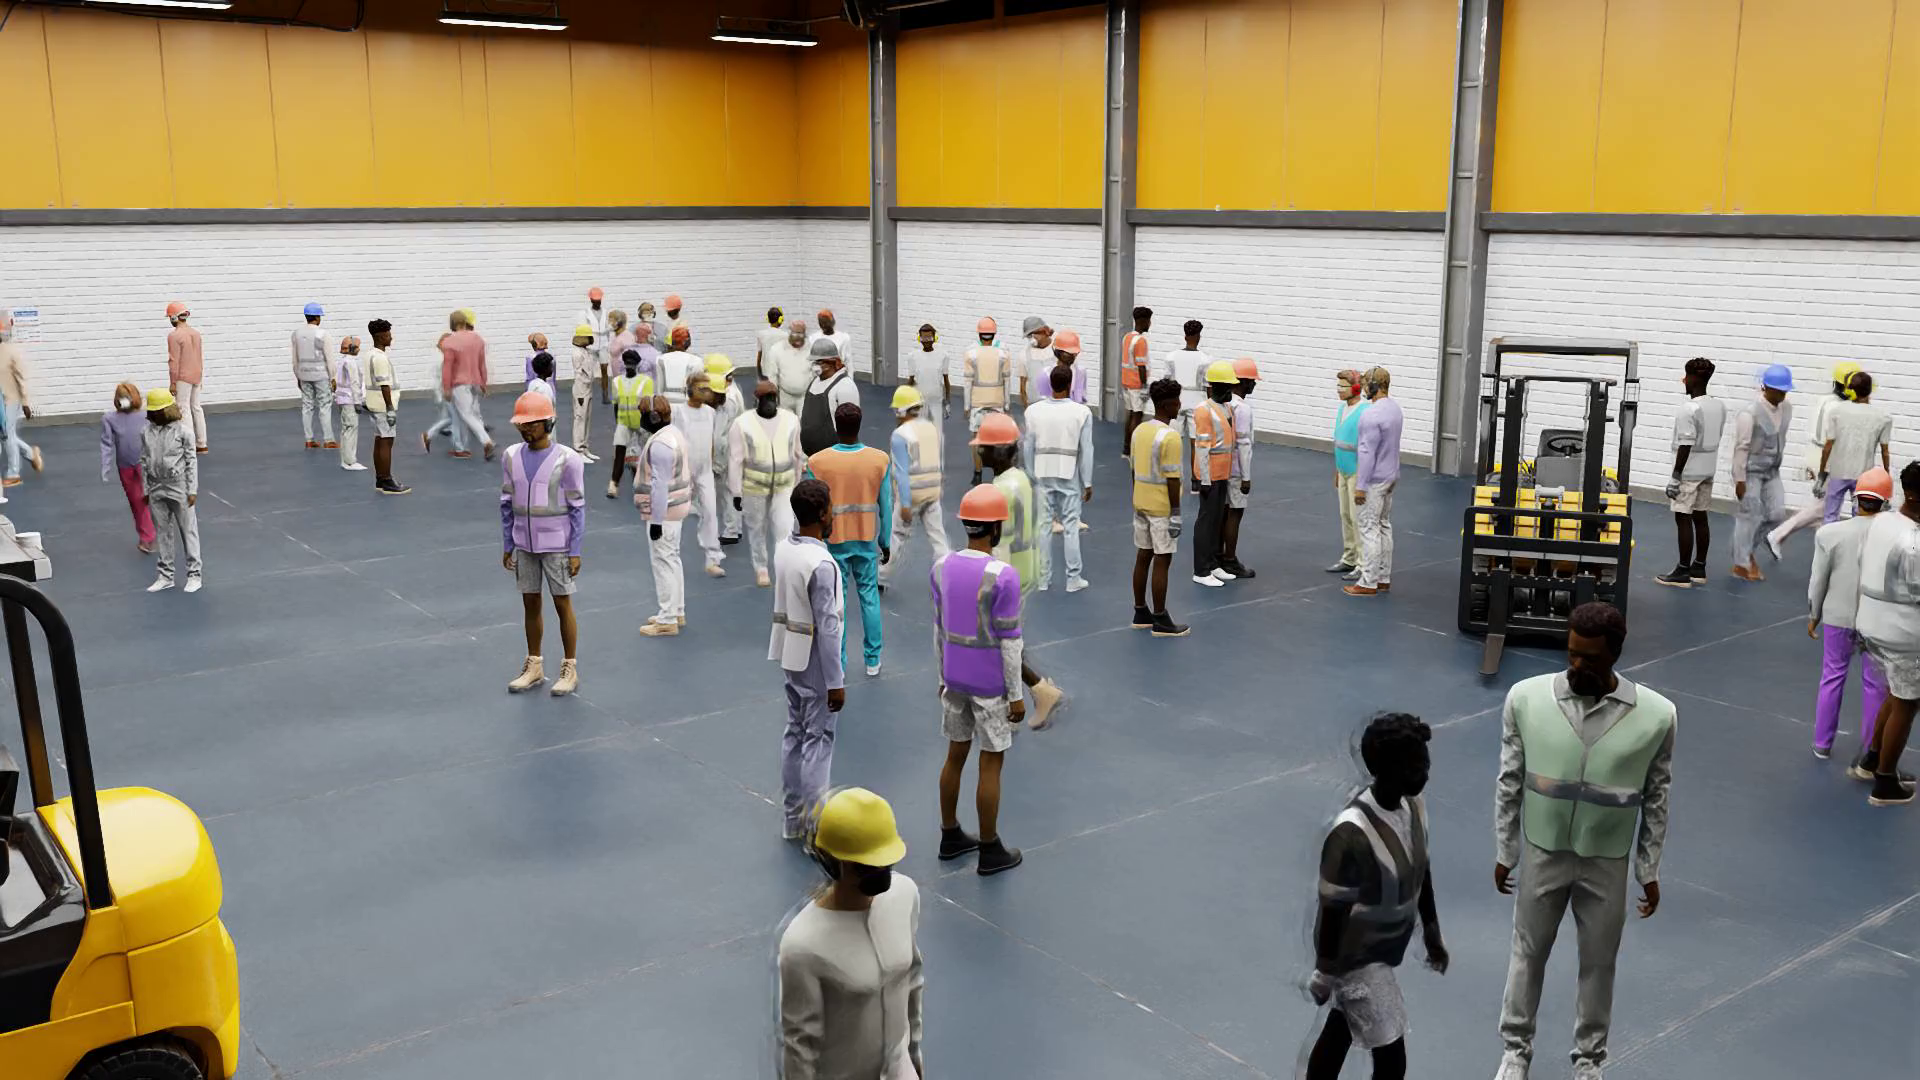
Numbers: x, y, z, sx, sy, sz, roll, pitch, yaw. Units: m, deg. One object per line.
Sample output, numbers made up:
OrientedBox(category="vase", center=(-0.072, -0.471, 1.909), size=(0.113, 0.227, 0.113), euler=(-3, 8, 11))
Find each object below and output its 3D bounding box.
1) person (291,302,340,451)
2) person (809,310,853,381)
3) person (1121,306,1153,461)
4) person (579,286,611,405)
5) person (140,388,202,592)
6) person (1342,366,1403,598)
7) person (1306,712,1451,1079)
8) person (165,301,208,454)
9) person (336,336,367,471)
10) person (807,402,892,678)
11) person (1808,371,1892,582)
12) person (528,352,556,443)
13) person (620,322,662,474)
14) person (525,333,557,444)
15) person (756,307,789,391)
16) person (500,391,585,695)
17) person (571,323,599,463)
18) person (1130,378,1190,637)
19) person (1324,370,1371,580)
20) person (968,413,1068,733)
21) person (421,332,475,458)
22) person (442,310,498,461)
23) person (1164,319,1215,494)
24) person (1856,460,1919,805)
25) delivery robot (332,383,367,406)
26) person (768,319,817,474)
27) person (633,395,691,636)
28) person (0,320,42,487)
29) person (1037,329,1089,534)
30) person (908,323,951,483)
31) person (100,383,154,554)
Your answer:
OrientedBox(category="person", center=(-8.427, -2.136, 21.784), size=(0.616, 1.942, 0.408), euler=(3, 12, 15))
OrientedBox(category="person", center=(-1.705, -2.096, 21.868), size=(0.591, 1.826, 0.995), euler=(0, 12, 1))
OrientedBox(category="person", center=(2.233, -1.970, 20.970), size=(0.380, 1.951, 0.618), euler=(-2, 12, -12))
OrientedBox(category="person", center=(-5.918, -3.155, 26.835), size=(0.556, 1.904, 0.885), euler=(-8, 14, -34))
OrientedBox(category="person", center=(-6.653, -0.417, 13.988), size=(0.484, 1.738, 0.305), euler=(1, 12, 5))
OrientedBox(category="person", center=(3.463, -0.483, 13.851), size=(0.375, 1.930, 0.636), euler=(8, 14, 34))
OrientedBox(category="person", center=(1.430, 1.376, 5.485), size=(0.736, 1.666, 0.550), euler=(8, 14, 33))
OrientedBox(category="person", center=(-9.943, -2.060, 21.337), size=(0.407, 1.981, 0.625), euler=(1, 12, 7))
OrientedBox(category="person", center=(-7.427, -1.663, 20.279), size=(0.323, 1.630, 0.504), euler=(-7, 14, -31))
OrientedBox(category="person", center=(-0.759, 0.007, 11.498), size=(0.600, 1.917, 0.376), euler=(-4, 12, -17))
OrientedBox(category="person", center=(7.564, -0.498, 14.110), size=(0.591, 1.849, 0.365), euler=(5, 13, 23))
OrientedBox(category="person", center=(-4.435, -1.142, 17.625), size=(0.326, 1.689, 0.544), euler=(-6, 13, -25))
OrientedBox(category="person", center=(-3.590, -1.535, 19.011), size=(0.667, 1.889, 0.553), euler=(8, 14, 34))
OrientedBox(category="person", center=(-5.231, -1.779, 20.824), size=(0.321, 1.631, 0.527), euler=(6, 13, 25))
OrientedBox(category="person", center=(-2.471, -2.180, 22.222), size=(0.521, 1.857, 0.343), euler=(4, 12, 19))
OrientedBox(category="person", center=(-2.794, 0.027, 11.102), size=(0.607, 2.044, 0.376), euler=(3, 12, 16))
OrientedBox(category="person", center=(-4.696, -1.840, 20.844), size=(0.324, 1.743, 0.490), euler=(1, 12, 2))
OrientedBox(category="person", center=(1.509, -0.254, 12.643), size=(0.372, 1.966, 0.608), euler=(-5, 13, -22))
OrientedBox(category="person", center=(3.442, -0.572, 14.506), size=(0.392, 1.834, 0.562), euler=(-2, 12, -10))
OrientedBox(category="person", center=(0.321, 0.233, 10.152), size=(0.570, 2.026, 0.624), euler=(2, 12, 12))
OrientedBox(category="person", center=(-6.558, -1.845, 21.170), size=(0.673, 1.602, 0.506), euler=(1, 12, 6))
OrientedBox(category="person", center=(-6.211, -1.953, 21.015), size=(0.936, 1.908, 0.639), euler=(7, 14, 30))
OrientedBox(category="person", center=(2.570, -1.493, 18.660), size=(0.599, 1.958, 0.380), euler=(5, 13, 23))
OrientedBox(category="person", center=(5.173, 0.503, 9.094), size=(0.491, 1.925, 0.695), euler=(1, 12, 3))
OrientedBox(category="delivery robot", center=(-9.276, -2.271, 25.582), size=(0.707, 0.478, 0.477), euler=(-8, 14, -32))
OrientedBox(category="person", center=(-1.978, -1.764, 20.193), size=(0.667, 1.864, 0.698), euler=(0, 12, -2))
OrientedBox(category="person", center=(-2.271, -0.196, 12.701), size=(0.429, 1.831, 0.639), euler=(0, 12, -2))
OrientedBox(category="person", center=(-11.001, -1.630, 19.273), size=(0.638, 1.971, 0.772), euler=(3, 12, 13))
OrientedBox(category="person", center=(1.043, -1.064, 16.409), size=(0.619, 2.029, 0.410), euler=(-9, 15, -38))
OrientedBox(category="person", center=(-0.359, -1.589, 19.361), size=(0.512, 1.861, 0.325), euler=(0, 12, -1))
OrientedBox(category="person", center=(-7.716, -0.662, 15.514), size=(0.513, 1.595, 0.830), euler=(-2, 12, -11))
